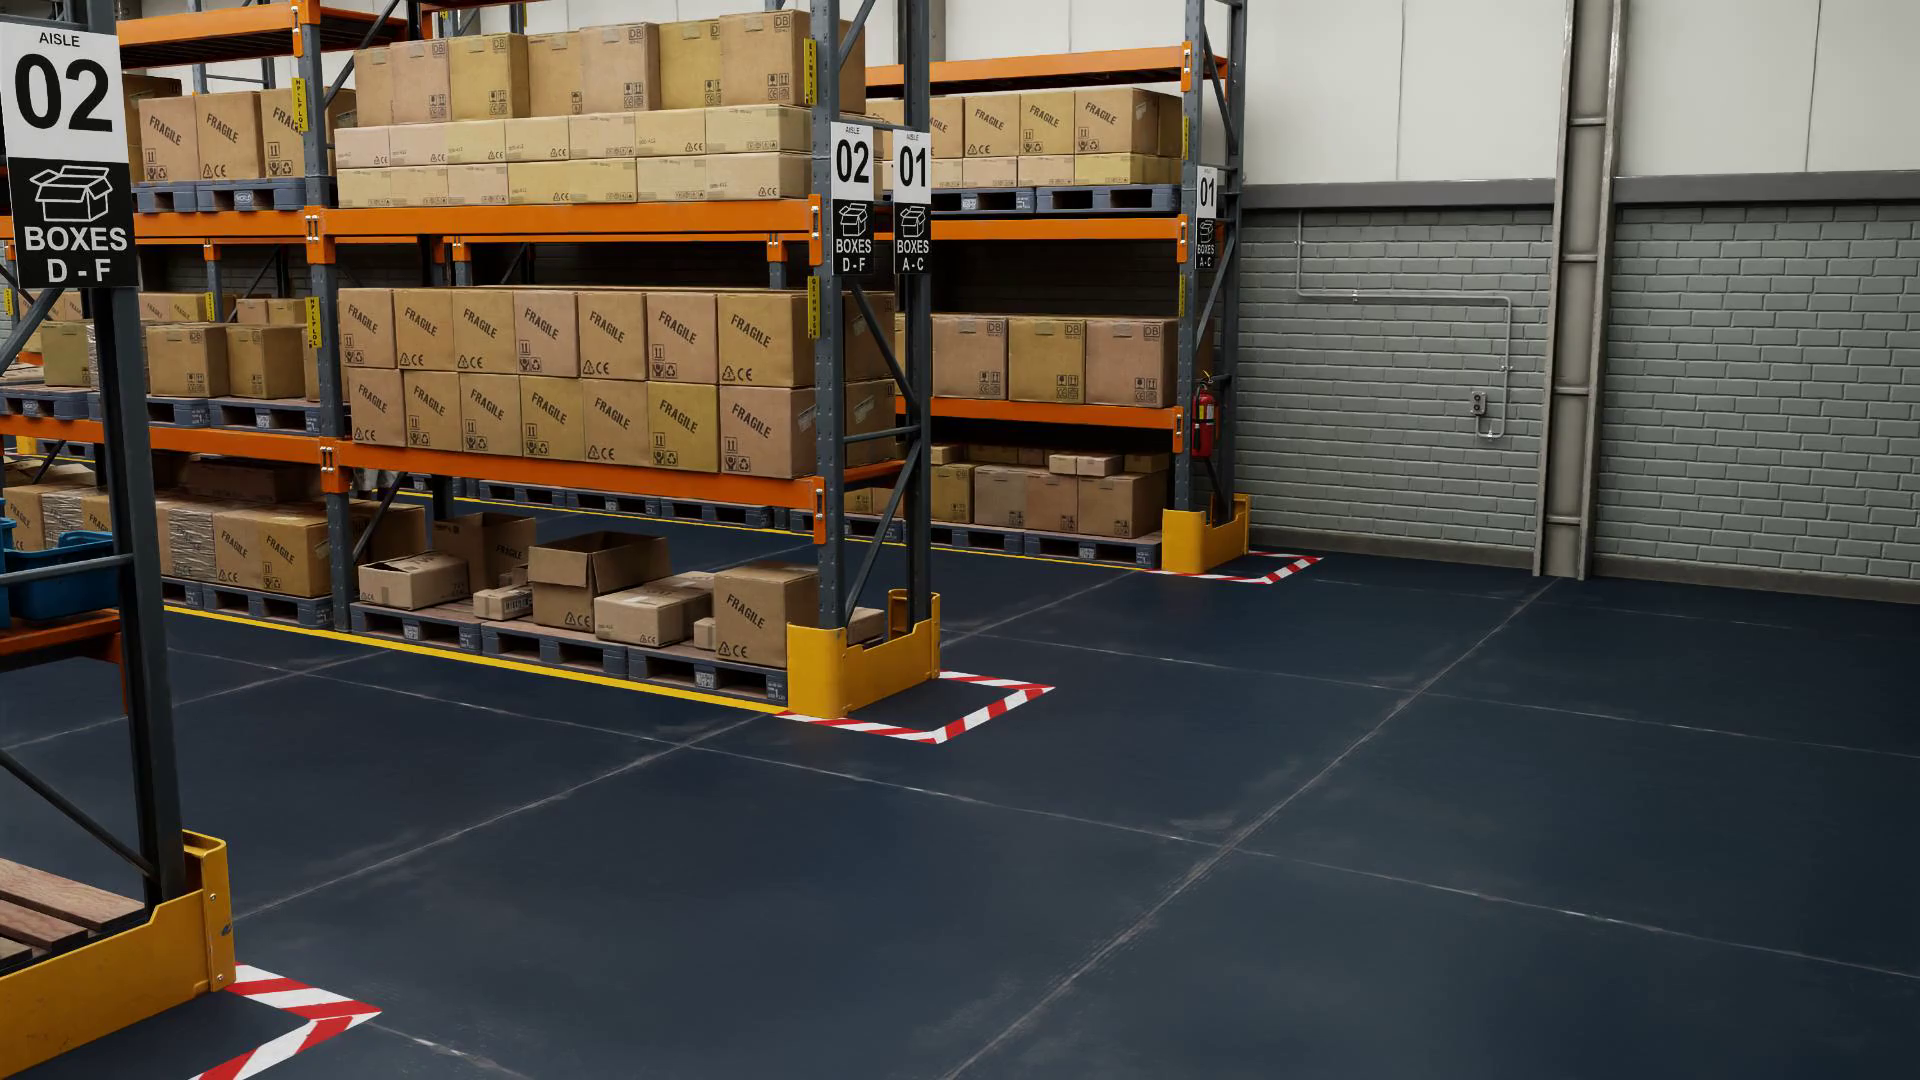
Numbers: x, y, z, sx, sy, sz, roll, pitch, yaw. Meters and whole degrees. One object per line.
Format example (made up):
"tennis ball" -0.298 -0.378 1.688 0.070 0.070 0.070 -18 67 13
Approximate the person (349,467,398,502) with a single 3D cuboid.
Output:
"person" -4.755 -0.738 13.565 0.375 1.935 0.551 6 11 31
